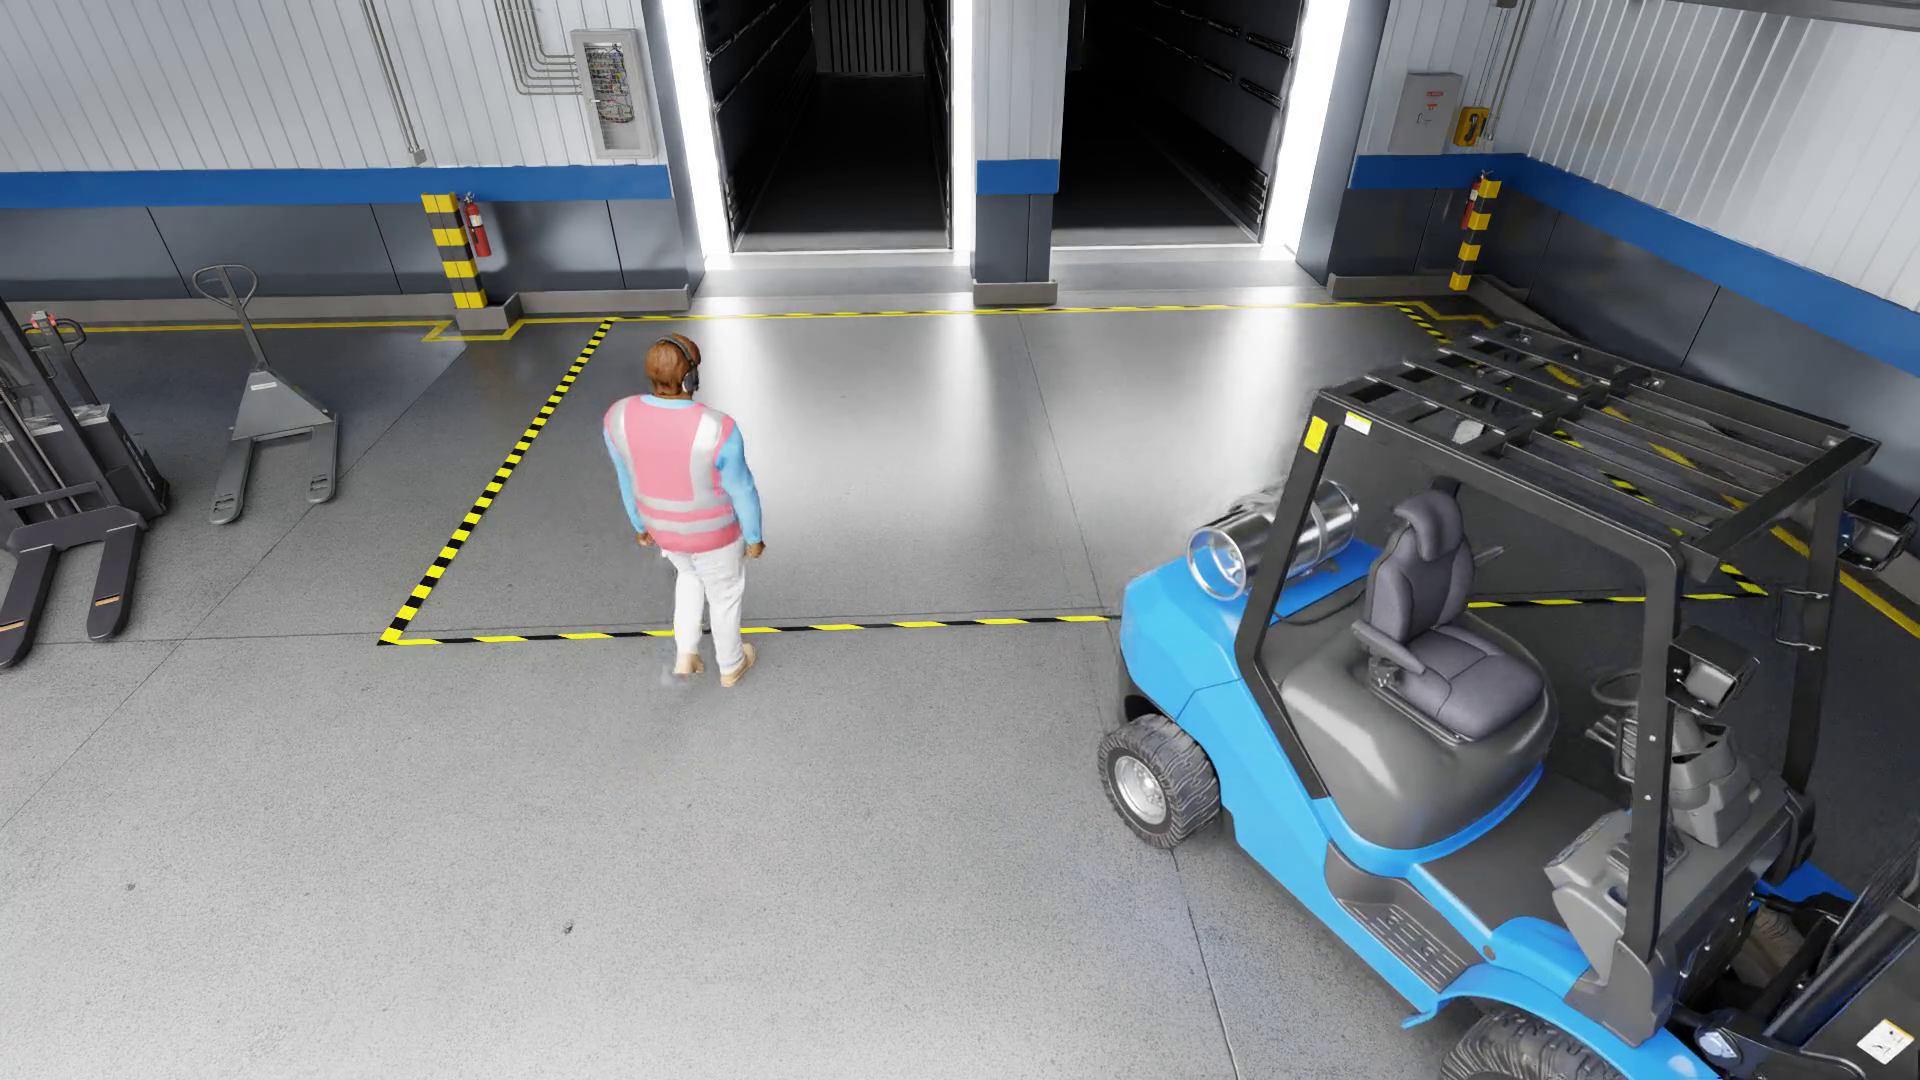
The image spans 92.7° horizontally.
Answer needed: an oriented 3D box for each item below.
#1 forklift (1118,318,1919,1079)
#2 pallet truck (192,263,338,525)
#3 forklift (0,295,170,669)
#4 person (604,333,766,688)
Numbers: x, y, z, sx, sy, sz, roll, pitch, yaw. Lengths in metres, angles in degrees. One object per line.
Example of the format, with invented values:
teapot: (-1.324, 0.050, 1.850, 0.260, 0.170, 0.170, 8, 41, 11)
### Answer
forklift: (1.766, 0.489, 2.977, 1.157, 2.036, 2.680, -21, 40, -27)
pallet truck: (-4.778, -1.027, 6.128, 0.680, 1.201, 1.601, -17, 38, -23)
forklift: (-5.212, -0.618, 4.878, 0.823, 1.965, 1.885, -20, 39, -26)
person: (-1.211, -0.048, 4.203, 0.641, 1.830, 0.475, 8, 36, 11)
